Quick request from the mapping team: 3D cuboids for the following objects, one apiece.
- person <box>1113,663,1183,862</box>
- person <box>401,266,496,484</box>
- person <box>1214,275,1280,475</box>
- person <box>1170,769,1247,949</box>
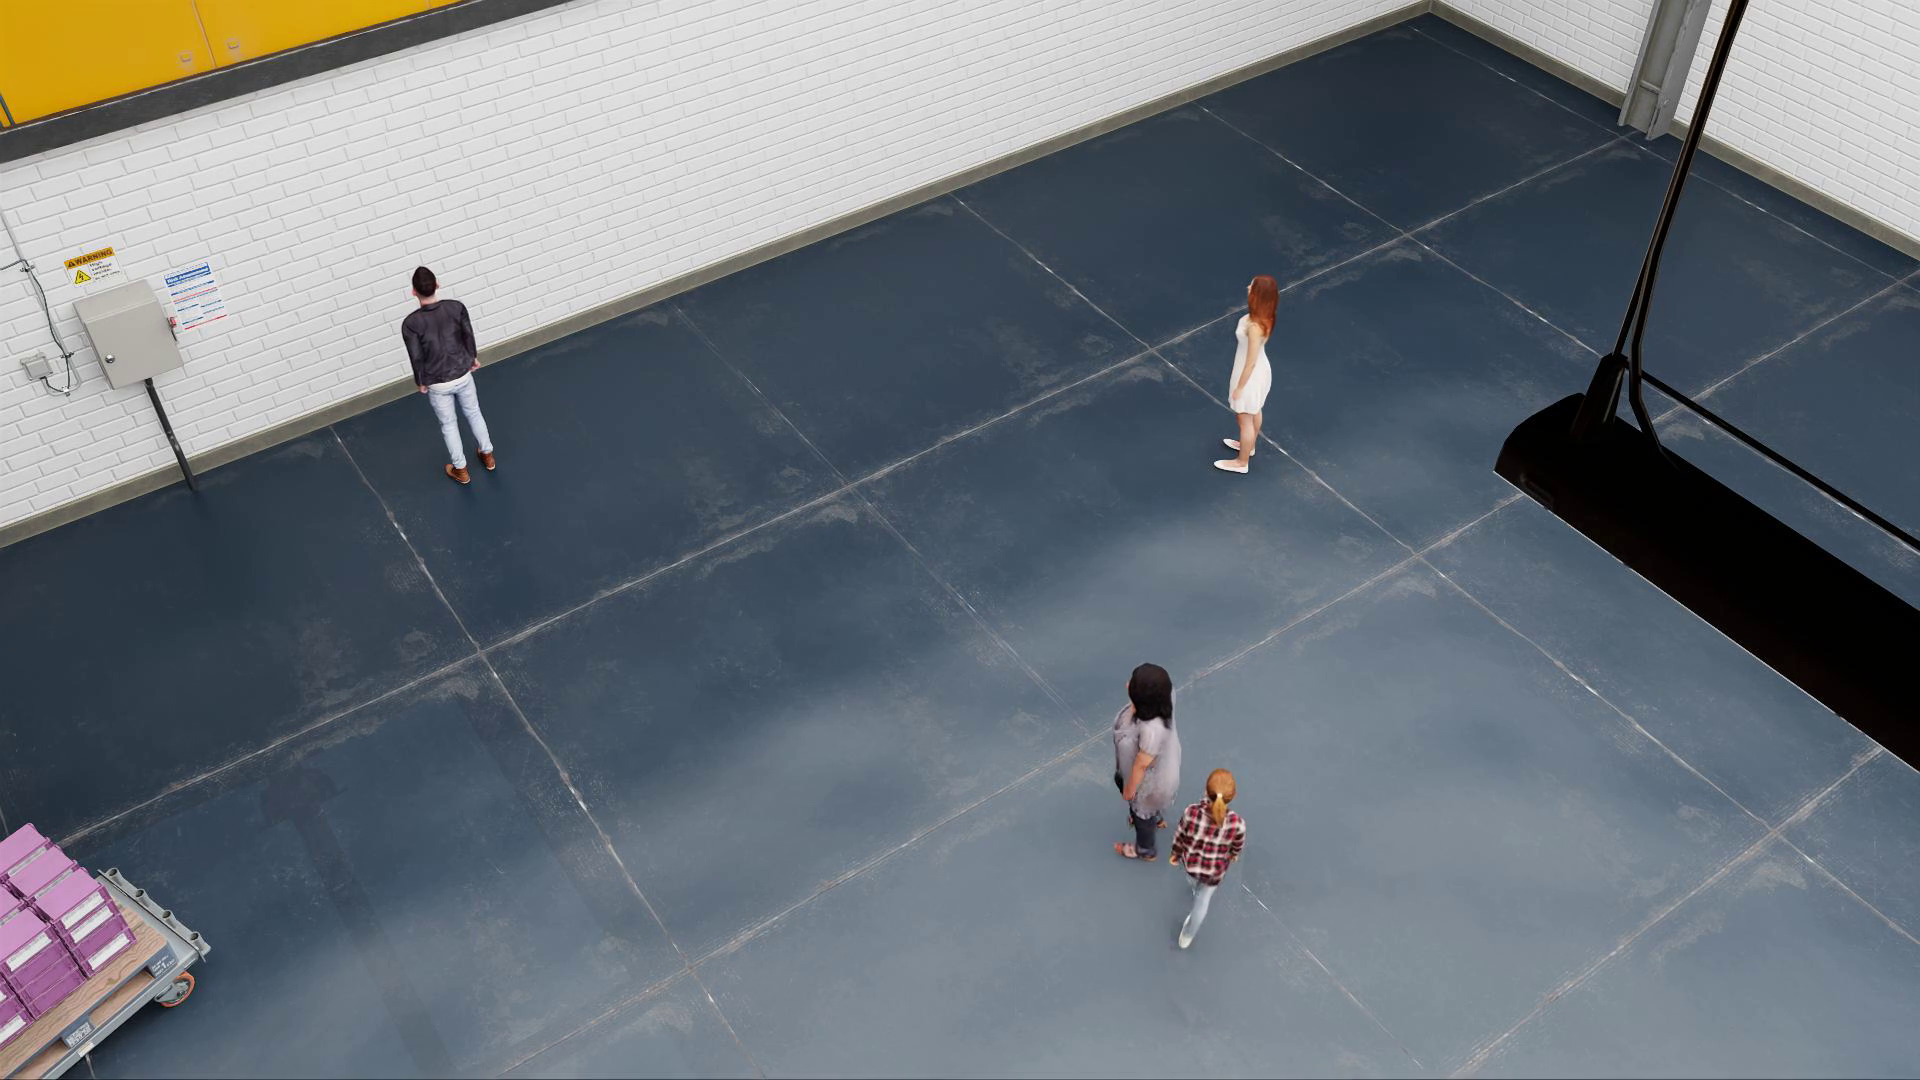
[{"bbox_3d":[1.160,1.316,9.640,0.830,1.596,0.771,8,44,8],"label":"person"},{"bbox_3d":[-3.727,-1.199,12.105,0.676,1.836,0.565,-31,52,-28],"label":"person"},{"bbox_3d":[2.144,-1.227,12.225,0.678,1.712,0.646,16,46,16],"label":"person"},{"bbox_3d":[1.360,1.845,9.318,0.837,1.274,0.846,13,45,13],"label":"person"}]
